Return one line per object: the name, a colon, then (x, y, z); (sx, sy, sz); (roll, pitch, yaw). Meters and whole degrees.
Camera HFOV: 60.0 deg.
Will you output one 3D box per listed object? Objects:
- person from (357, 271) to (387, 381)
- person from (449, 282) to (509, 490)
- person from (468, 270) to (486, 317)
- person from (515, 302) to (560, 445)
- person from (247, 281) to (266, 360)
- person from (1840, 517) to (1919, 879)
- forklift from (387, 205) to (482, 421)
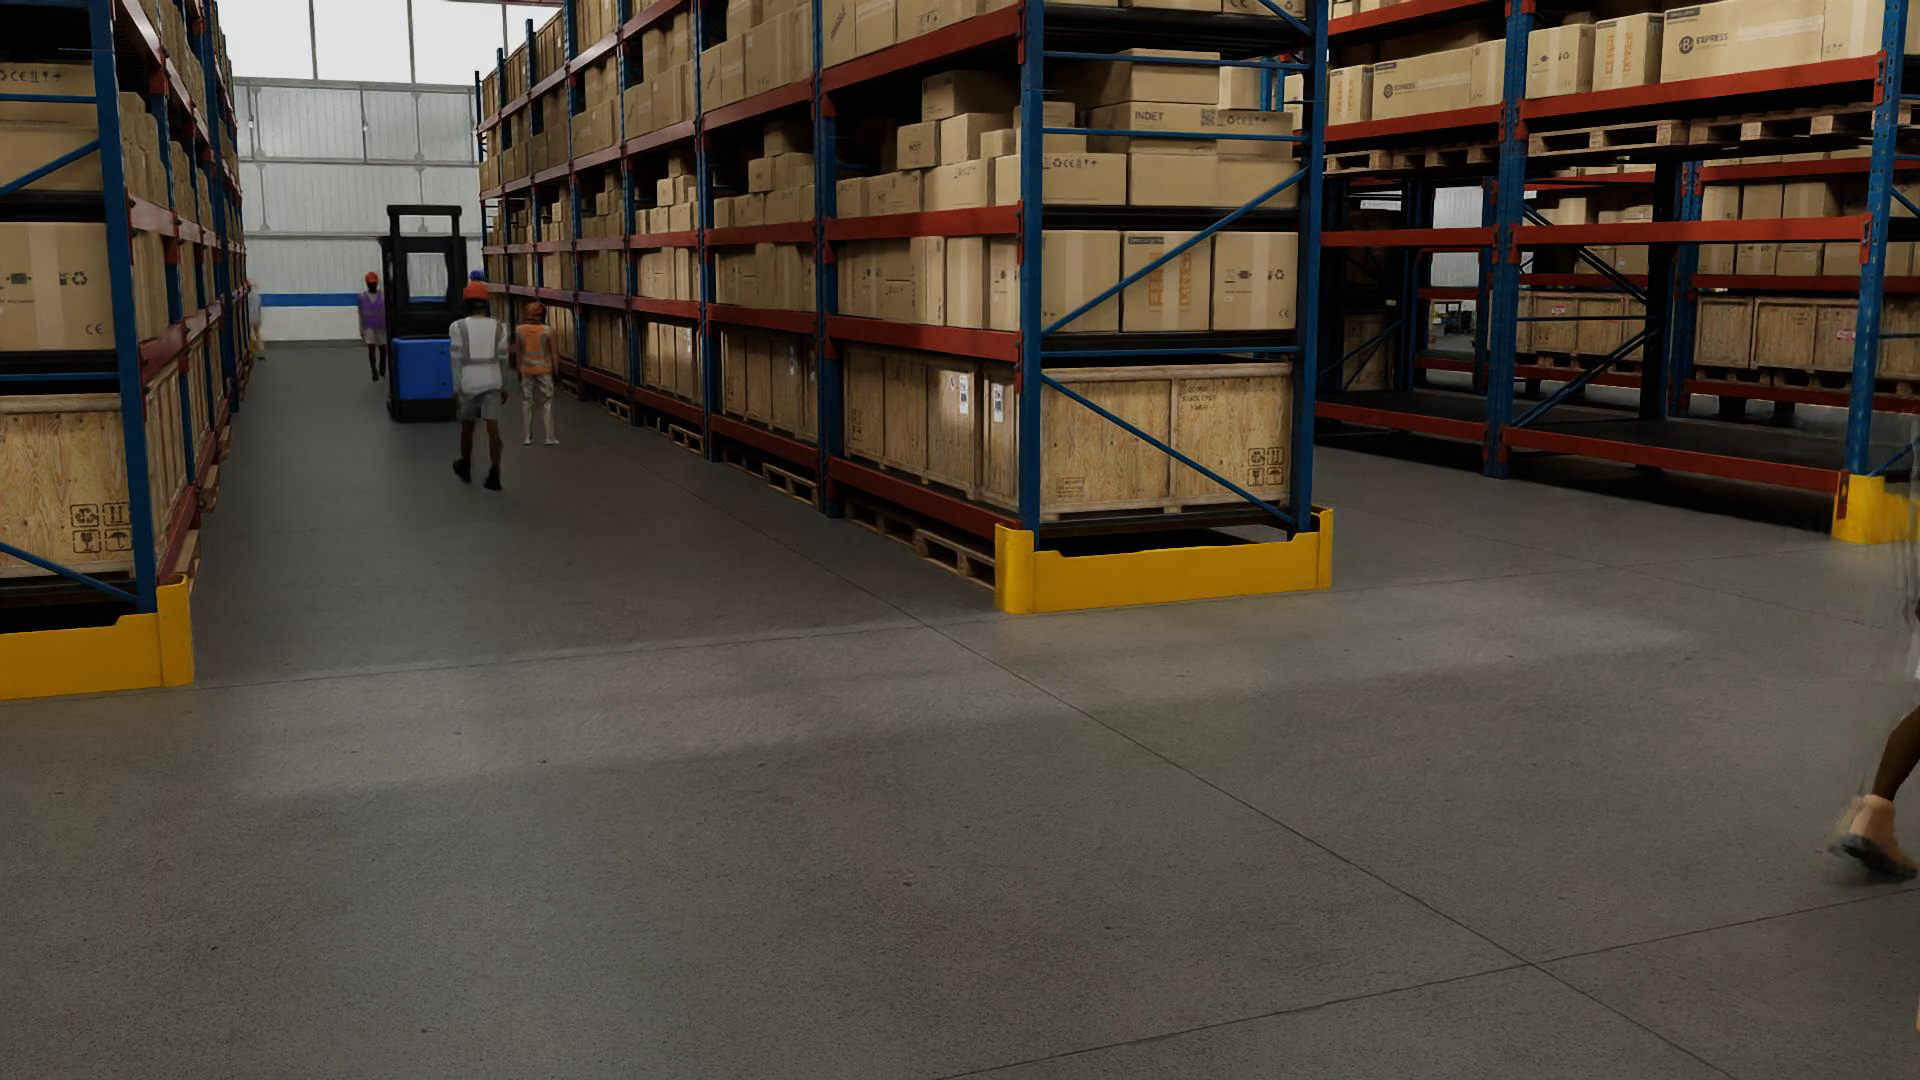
person: (-10.292, -3.764, 29.263); (0.551, 1.924, 0.556); (-3, 10, -16)
person: (-4.461, -1.433, 15.404); (0.573, 1.883, 0.986); (-6, 11, -31)
person: (-10.609, -4.944, 36.401); (0.980, 1.893, 0.641); (-3, 10, -19)
person: (-4.783, -1.878, 18.848); (0.517, 1.632, 0.309); (1, 10, 9)
person: (-15.146, -4.681, 35.414); (0.824, 1.702, 0.588); (5, 11, 28)
person: (3.422, 0.160, 5.540); (1.003, 2.005, 0.618); (-4, 10, -21)
forklift: (-7.063, -3.052, 22.146); (1.129, 2.768, 1.873); (-4, 10, -22)
